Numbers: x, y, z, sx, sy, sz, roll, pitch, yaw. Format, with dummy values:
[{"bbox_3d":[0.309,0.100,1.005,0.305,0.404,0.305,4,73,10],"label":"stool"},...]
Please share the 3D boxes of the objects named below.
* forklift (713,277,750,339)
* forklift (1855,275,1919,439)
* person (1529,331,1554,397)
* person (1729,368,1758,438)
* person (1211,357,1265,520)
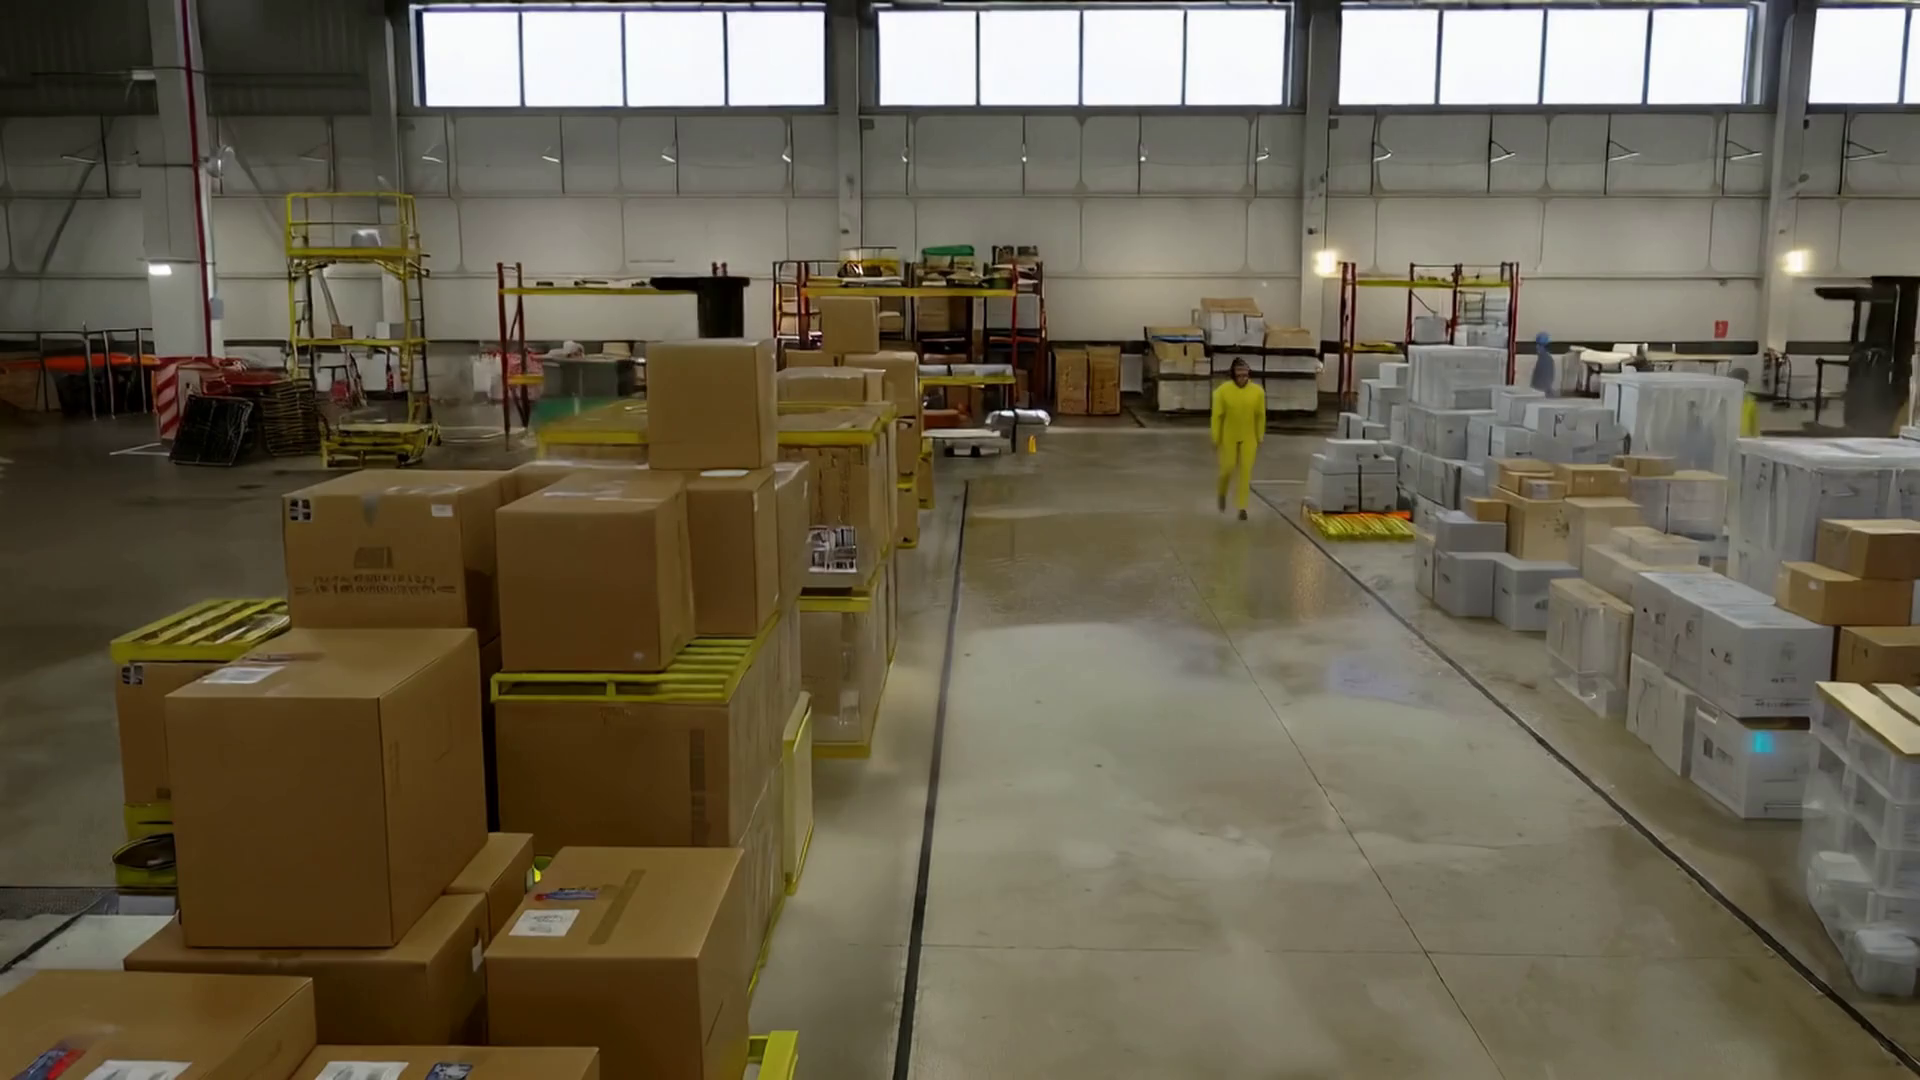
[{"bbox_3d":[-3.292,-2.404,24.038,1.873,2.768,1.129,0,9,1],"label":"forklift"},{"bbox_3d":[14.742,-2.791,26.351,1.873,2.768,1.129,0,9,1],"label":"forklift"},{"bbox_3d":[9.127,-2.257,25.884,0.823,1.972,0.622,4,10,23],"label":"person"},{"bbox_3d":[9.174,-1.162,19.895,0.637,1.777,0.885,-1,9,-3],"label":"person"},{"bbox_3d":[3.296,-1.210,19.762,0.632,1.926,0.561,-1,9,-4],"label":"person"}]
